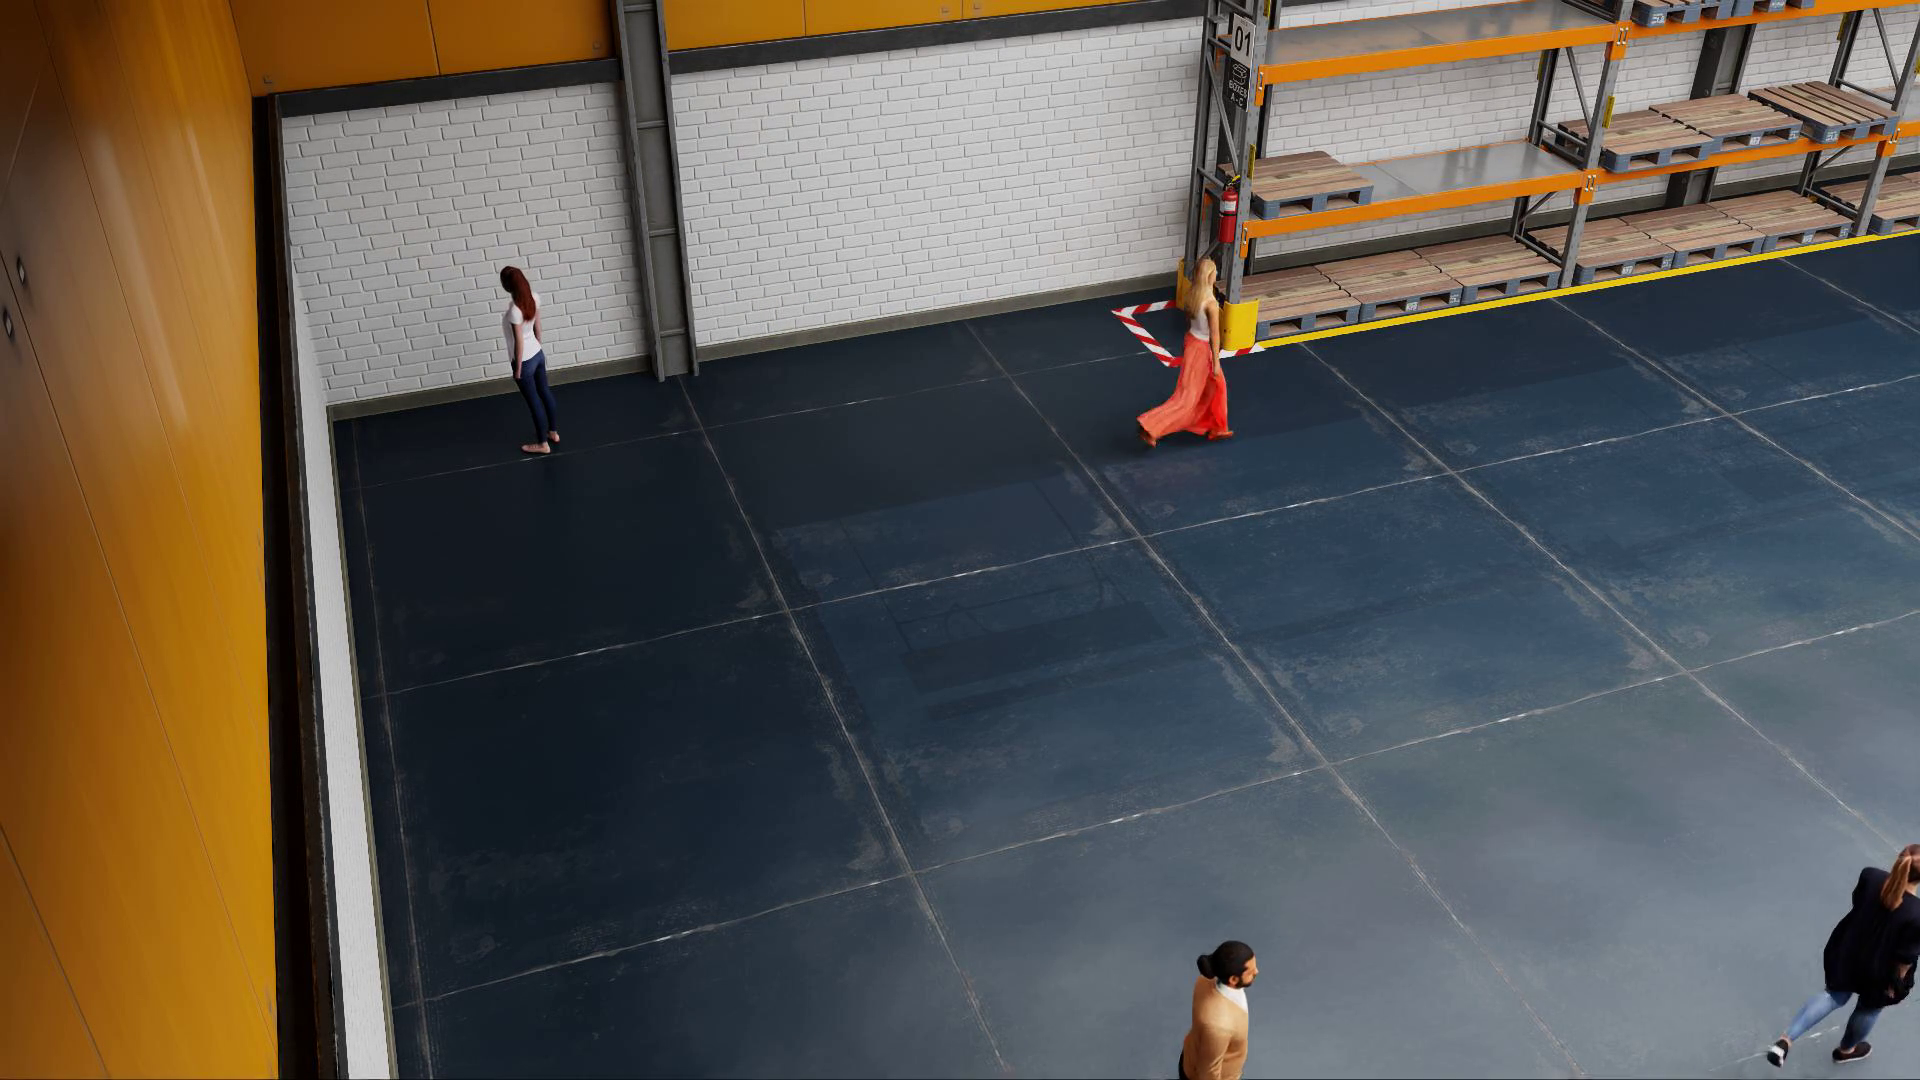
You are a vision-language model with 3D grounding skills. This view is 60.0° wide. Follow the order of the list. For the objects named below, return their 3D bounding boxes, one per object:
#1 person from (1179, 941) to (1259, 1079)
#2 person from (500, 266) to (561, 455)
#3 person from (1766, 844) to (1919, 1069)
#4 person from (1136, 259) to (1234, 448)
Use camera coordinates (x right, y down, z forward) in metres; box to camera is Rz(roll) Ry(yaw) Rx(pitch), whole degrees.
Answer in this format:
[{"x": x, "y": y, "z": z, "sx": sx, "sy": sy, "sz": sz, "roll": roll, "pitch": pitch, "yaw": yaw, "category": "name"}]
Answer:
[{"x": 1.145, "y": 2.602, "z": 8.175, "sx": 1.253, "sy": 1.730, "sz": 0.992, "roll": 3, "pitch": 34, "yaw": 4, "category": "person"}, {"x": -3.732, "y": -1.569, "z": 14.439, "sx": 0.696, "sy": 1.742, "sz": 0.654, "roll": 10, "pitch": 35, "yaw": 15, "category": "person"}, {"x": 4.729, "y": 2.243, "z": 8.773, "sx": 0.962, "sy": 1.665, "sz": 0.644, "roll": -12, "pitch": 36, "yaw": -18, "category": "person"}, {"x": 1.972, "y": -1.564, "z": 14.406, "sx": 1.179, "sy": 1.770, "sz": 0.673, "roll": -9, "pitch": 35, "yaw": -13, "category": "person"}]
